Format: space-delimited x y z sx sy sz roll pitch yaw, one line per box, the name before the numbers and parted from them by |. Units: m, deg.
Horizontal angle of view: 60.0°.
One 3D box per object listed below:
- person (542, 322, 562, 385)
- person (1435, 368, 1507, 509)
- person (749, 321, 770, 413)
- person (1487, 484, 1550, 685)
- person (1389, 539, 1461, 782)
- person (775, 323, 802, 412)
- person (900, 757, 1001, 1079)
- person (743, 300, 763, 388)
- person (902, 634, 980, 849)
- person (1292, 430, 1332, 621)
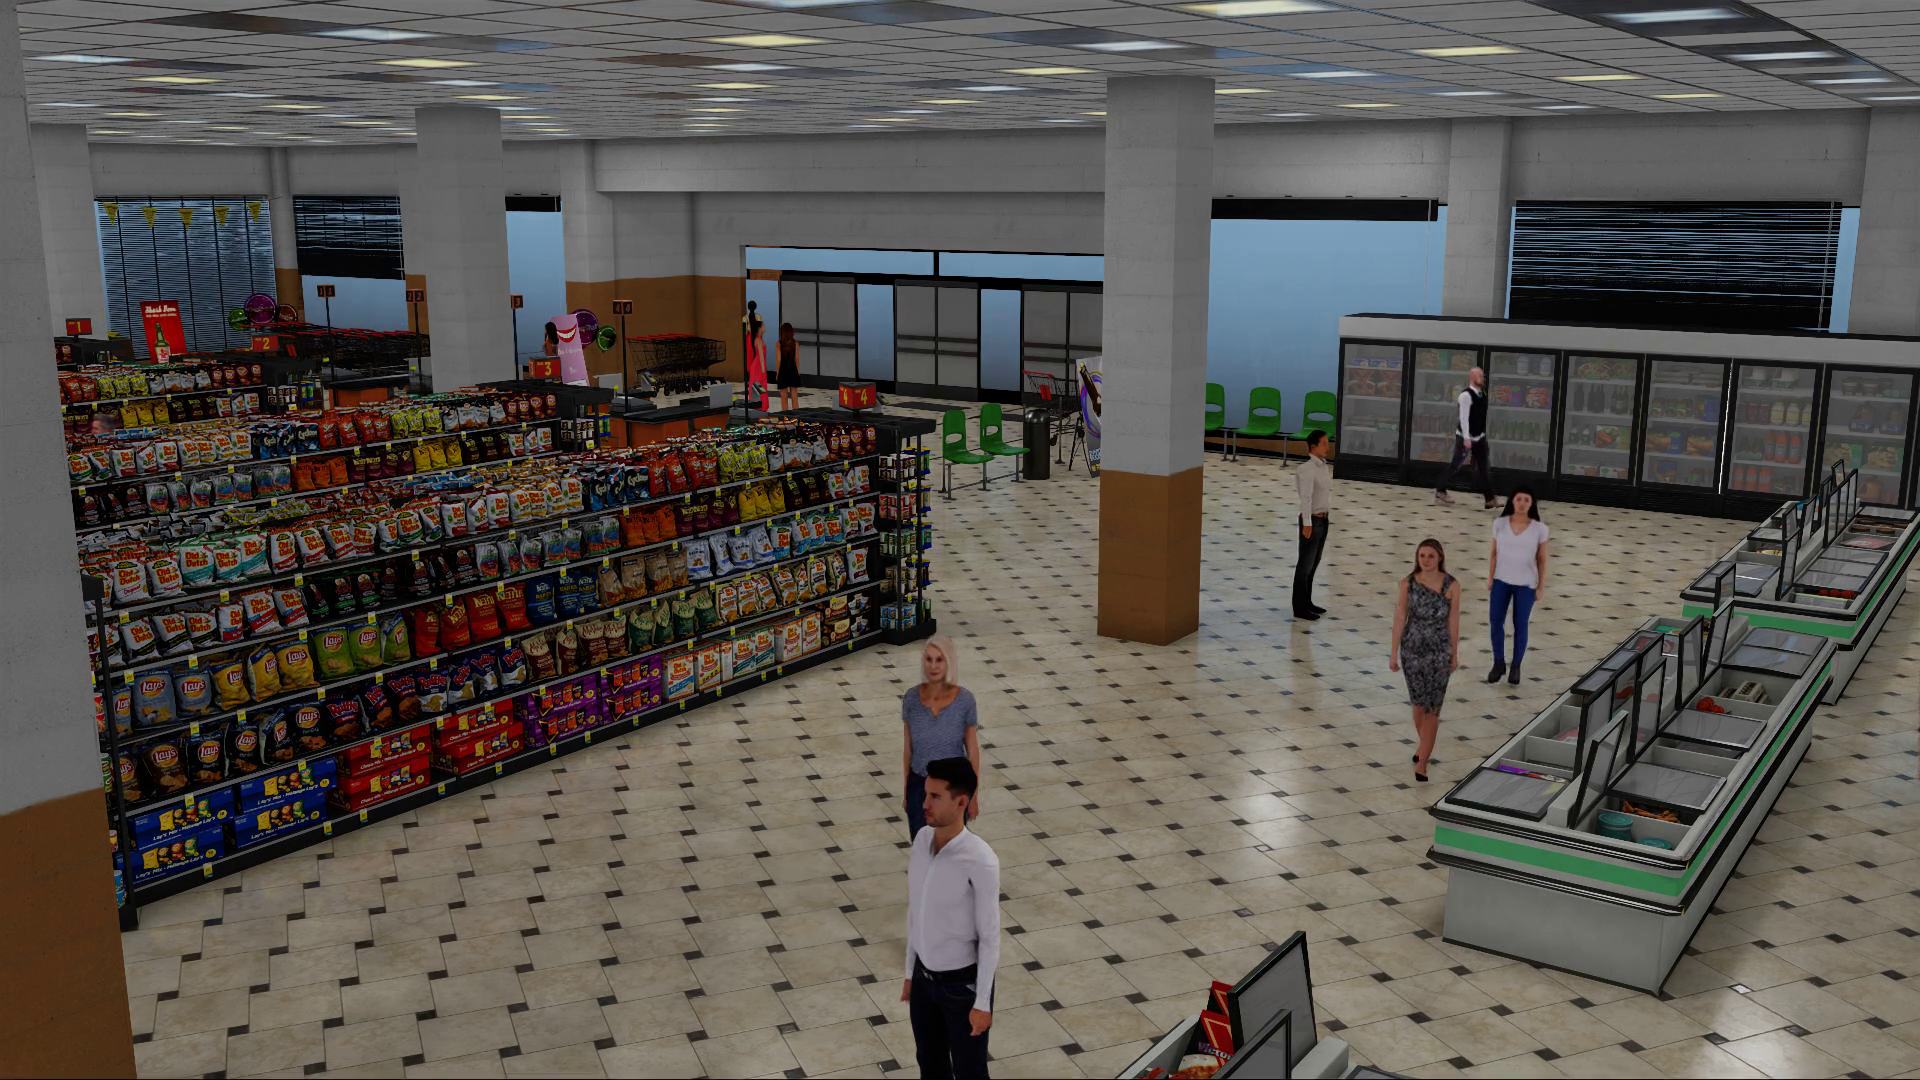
person | -7.547 -3.216 30.815 0.784 1.645 0.640 1 12 7
person | 6.466 -1.282 21.316 1.247 1.776 0.963 -11 16 -41
person | -3.635 -3.104 30.091 0.750 1.725 0.716 -4 13 -19
person | 4.589 0.371 13.714 0.655 1.672 0.642 6 13 26
person | 3.287 0.815 11.652 0.662 1.654 1.103 6 13 27
person | -2.923 -2.766 28.219 0.631 1.834 0.727 -5 13 -22
person | -0.024 1.752 6.684 0.672 1.868 0.675 -10 16 -40
person | -4.298 -4.077 34.546 0.630 1.793 0.735 -5 13 -23
person | -0.090 1.345 9.072 0.937 1.680 1.185 2 12 8
person | 3.370 -0.162 15.913 0.742 1.810 0.495 7 14 29
